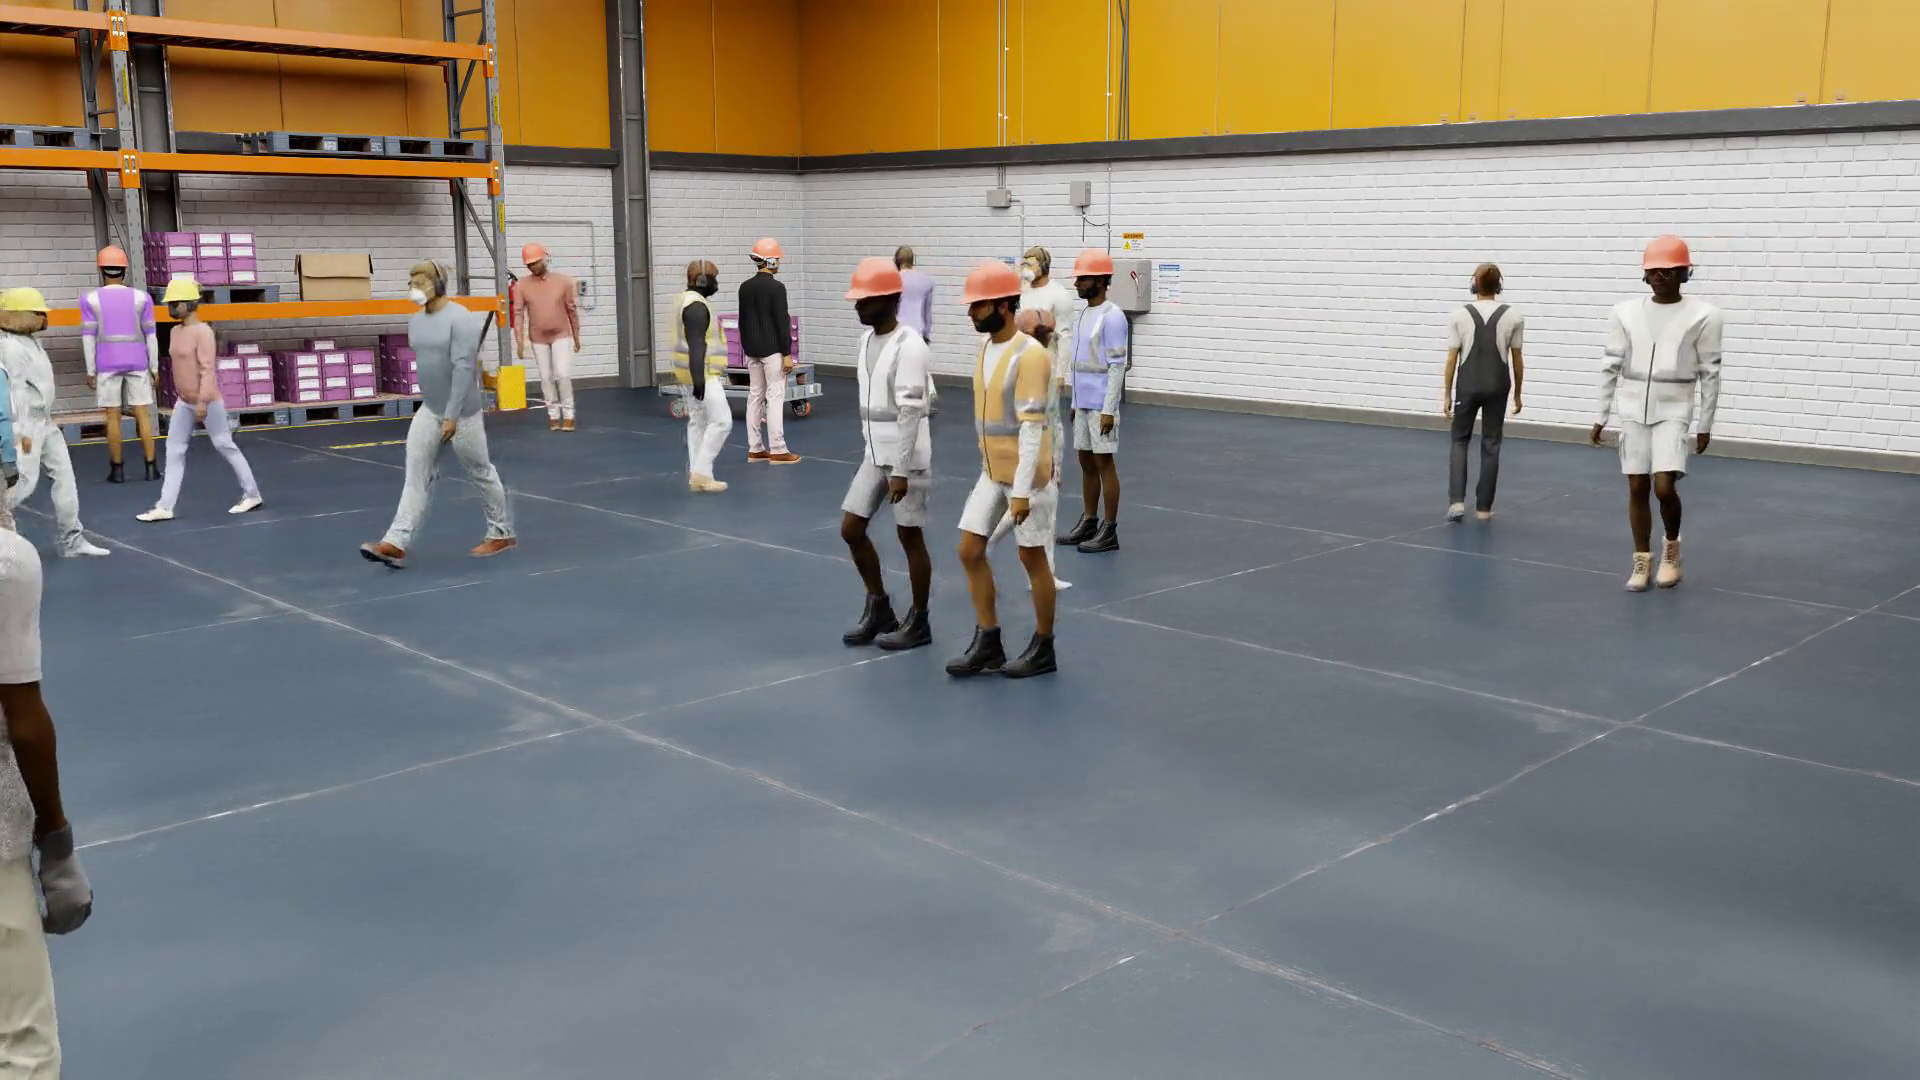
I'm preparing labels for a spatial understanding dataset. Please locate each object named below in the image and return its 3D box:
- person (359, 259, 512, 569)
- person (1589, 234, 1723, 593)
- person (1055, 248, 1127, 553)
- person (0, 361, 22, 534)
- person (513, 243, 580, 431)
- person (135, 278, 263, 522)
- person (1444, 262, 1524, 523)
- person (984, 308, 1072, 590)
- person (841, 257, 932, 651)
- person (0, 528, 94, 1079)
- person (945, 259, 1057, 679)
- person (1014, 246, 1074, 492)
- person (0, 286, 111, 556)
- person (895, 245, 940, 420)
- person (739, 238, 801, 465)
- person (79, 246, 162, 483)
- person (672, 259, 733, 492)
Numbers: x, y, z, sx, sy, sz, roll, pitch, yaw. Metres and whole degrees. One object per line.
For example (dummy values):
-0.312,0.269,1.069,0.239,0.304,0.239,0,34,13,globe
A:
-3.197,-0.764,10.168,0.635,1.870,1.057,6,12,32,person
3.909,-0.698,9.387,0.618,2.026,0.424,9,14,40,person
0.850,-0.889,10.675,0.360,1.938,0.545,-5,11,-23,person
-5.241,-0.415,8.929,0.548,1.622,0.399,9,14,40,person
-4.254,-2.075,17.132,0.647,1.938,0.629,-2,11,-10,person
-5.455,-1.005,11.897,0.538,1.718,0.902,7,13,35,person
3.678,-1.024,11.678,0.531,1.840,0.378,3,11,16,person
0.346,-0.495,9.384,0.556,1.620,0.527,-5,12,-27,person
-0.360,-0.396,8.038,0.561,1.912,0.561,-8,13,-37,person
-1.926,0.571,3.081,0.735,1.821,0.546,2,11,11,person
0.180,-0.293,7.501,0.660,1.909,0.572,-7,12,-32,person
0.609,-1.323,13.041,0.372,1.940,0.630,-10,15,-44,person
-5.822,-0.713,10.322,0.780,1.714,0.490,-2,11,-11,person
-0.541,-2.227,18.019,0.635,1.918,0.828,-6,12,-31,person
-1.702,-1.666,14.752,0.611,1.996,0.379,9,14,42,person
-6.876,-1.433,13.643,0.551,1.934,0.372,-6,12,-31,person
-2.003,-1.270,13.029,0.474,1.831,0.661,-2,11,-13,person
